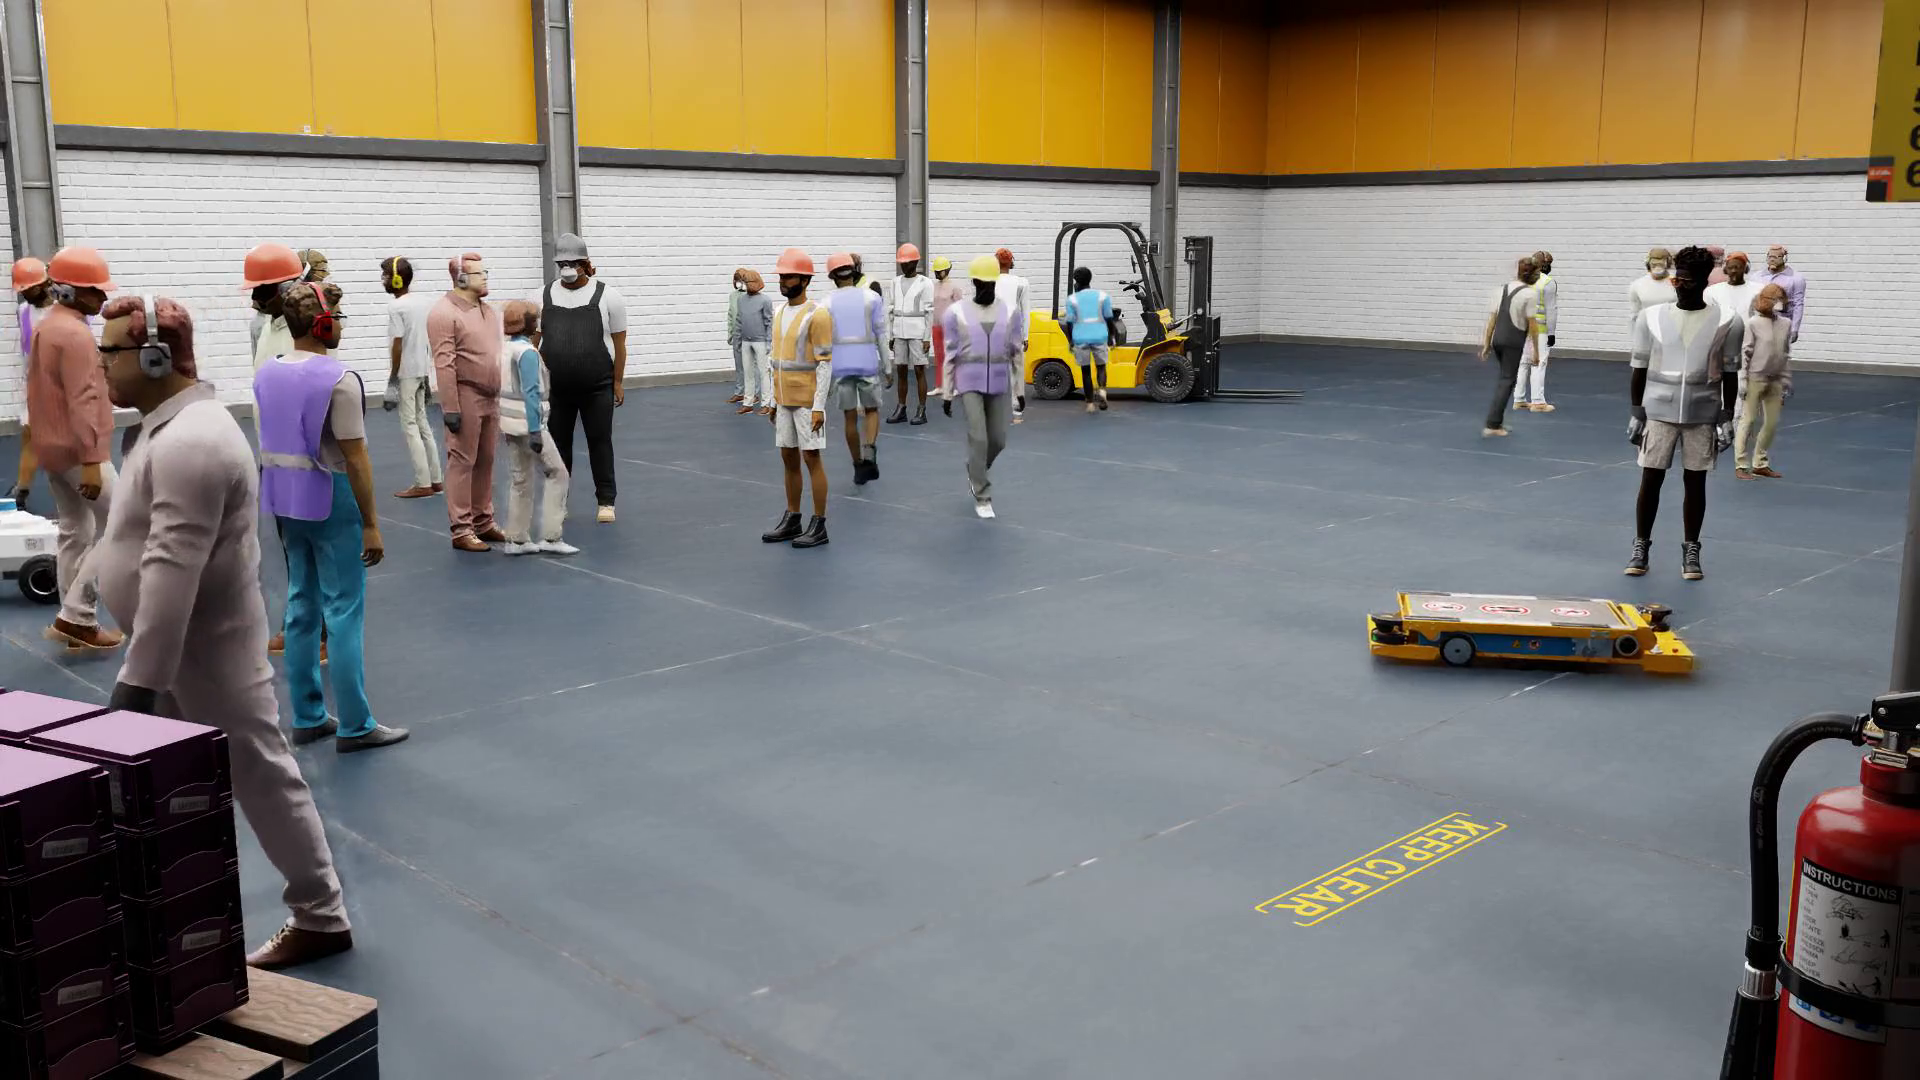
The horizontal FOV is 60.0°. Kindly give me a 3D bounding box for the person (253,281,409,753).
[{"bbox_3d":[-2.503,-0.080,6.513,0.566,1.846,0.389,6,12,29],"label":"person"}]

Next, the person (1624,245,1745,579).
[{"bbox_3d":[4.265,-0.746,9.822,0.608,1.963,0.370,5,11,24],"label":"person"}]

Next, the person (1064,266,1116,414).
[{"bbox_3d":[1.473,-2.257,18.839,0.598,1.667,0.420,0,10,-3],"label":"person"}]

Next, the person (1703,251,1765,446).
[{"bbox_3d":[7.347,-1.806,15.848,0.621,1.872,0.472,5,12,26],"label":"person"}]

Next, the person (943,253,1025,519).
[{"bbox_3d":[0.154,-1.134,12.131,0.615,1.901,0.701,-3,11,-16],"label":"person"}]

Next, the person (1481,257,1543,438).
[{"bbox_3d":[5.497,-1.914,16.615,0.573,1.802,0.523,-4,11,-22],"label":"person"}]

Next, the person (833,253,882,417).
[{"bbox_3d":[-1.165,-2.265,18.485,0.660,1.822,0.436,6,12,31],"label":"person"}]

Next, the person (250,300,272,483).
[{"bbox_3d":[-5.135,-1.136,12.547,0.485,1.745,0.290,8,13,36],"label":"person"}]

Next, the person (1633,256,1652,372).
[{"bbox_3d":[8.800,-2.756,21.136,0.403,1.835,0.586,-2,11,-11],"label":"person"}]

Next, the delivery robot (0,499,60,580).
[{"bbox_3d":[-5.292,0.013,9.252,0.707,0.478,0.477,-2,10,-13],"label":"delivery robot"}]

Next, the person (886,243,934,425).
[{"bbox_3d":[-0.544,-2.201,17.833,0.542,1.936,0.362,6,12,30],"label":"person"}]

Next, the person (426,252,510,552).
[{"bbox_3d":[-3.135,-0.892,10.761,0.407,1.913,0.641,3,11,14],"label":"person"}]

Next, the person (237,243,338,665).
[{"bbox_3d":[-3.144,-0.395,7.849,0.611,1.985,0.394,9,14,41],"label":"person"}]

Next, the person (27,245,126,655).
[{"bbox_3d":[-4.169,-0.399,7.891,0.425,1.969,0.709,-10,14,-43],"label":"person"}]

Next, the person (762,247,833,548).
[{"bbox_3d":[-1.064,-0.921,10.835,0.547,1.942,0.351,10,14,44],"label":"person"}]

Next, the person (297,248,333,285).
[{"bbox_3d":[-4.323,-0.967,11.096,0.353,1.937,0.635,-4,11,-23],"label":"person"}]

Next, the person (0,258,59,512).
[{"bbox_3d":[-6.620,-1.096,12.024,0.621,1.851,1.020,3,11,14],"label":"person"}]

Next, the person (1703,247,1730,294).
[{"bbox_3d":[10.451,-3.124,23.104,1.026,1.851,0.676,-6,12,-29],"label":"person"}]

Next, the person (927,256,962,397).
[{"bbox_3d":[-0.209,-2.670,20.881,0.532,1.757,0.337,9,13,39],"label":"person"}]

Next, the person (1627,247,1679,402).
[{"bbox_3d":[7.065,-1.987,16.761,0.673,1.912,0.699,6,12,31],"label":"person"}]

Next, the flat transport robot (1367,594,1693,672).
[{"bbox_3d":[2.714,0.429,8.033,1.431,0.197,0.652,2,11,12],"label":"flat transport robot"}]

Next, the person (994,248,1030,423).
[{"bbox_3d":[0.469,-2.184,17.889,0.572,1.883,0.356,-2,11,-8],"label":"person"}]

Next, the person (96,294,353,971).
[{"bbox_3d":[-2.147,0.299,4.409,0.977,1.862,0.650,-7,12,-32],"label":"person"}]

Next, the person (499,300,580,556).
[{"bbox_3d":[-2.631,-0.696,10.470,0.516,1.615,0.541,-6,12,-31],"label":"person"}]

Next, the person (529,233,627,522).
[{"bbox_3d":[-2.700,-1.129,11.701,0.689,2.000,0.539,0,10,-2],"label":"person"}]

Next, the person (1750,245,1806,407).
[{"bbox_3d":[9.521,-2.498,19.533,0.651,1.907,0.409,10,14,43],"label":"person"}]

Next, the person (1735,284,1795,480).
[{"bbox_3d":[6.693,-1.302,13.826,0.556,1.625,0.278,-3,11,-17],"label":"person"}]

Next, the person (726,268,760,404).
[{"bbox_3d":[-2.602,-2.456,20.050,0.498,1.632,0.285,6,12,31],"label":"person"}]

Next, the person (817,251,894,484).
[{"bbox_3d":[-0.851,-1.384,13.479,0.622,1.899,0.536,0,10,-2],"label":"person"}]

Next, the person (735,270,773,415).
[{"bbox_3d":[-2.327,-2.225,18.790,0.500,1.632,0.286,6,12,31],"label":"person"}]

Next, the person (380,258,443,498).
[{"bbox_3d":[-4.237,-1.233,12.833,0.313,1.849,0.624,1,10,8],"label":"person"}]

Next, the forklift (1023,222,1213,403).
[{"bbox_3d":[1.935,-2.847,20.651,2.313,2.155,1.214,2,11,13],"label":"forklift"}]

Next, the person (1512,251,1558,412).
[{"bbox_3d":[6.652,-2.404,19.197,0.429,1.841,0.634,-5,11,-23],"label":"person"}]
